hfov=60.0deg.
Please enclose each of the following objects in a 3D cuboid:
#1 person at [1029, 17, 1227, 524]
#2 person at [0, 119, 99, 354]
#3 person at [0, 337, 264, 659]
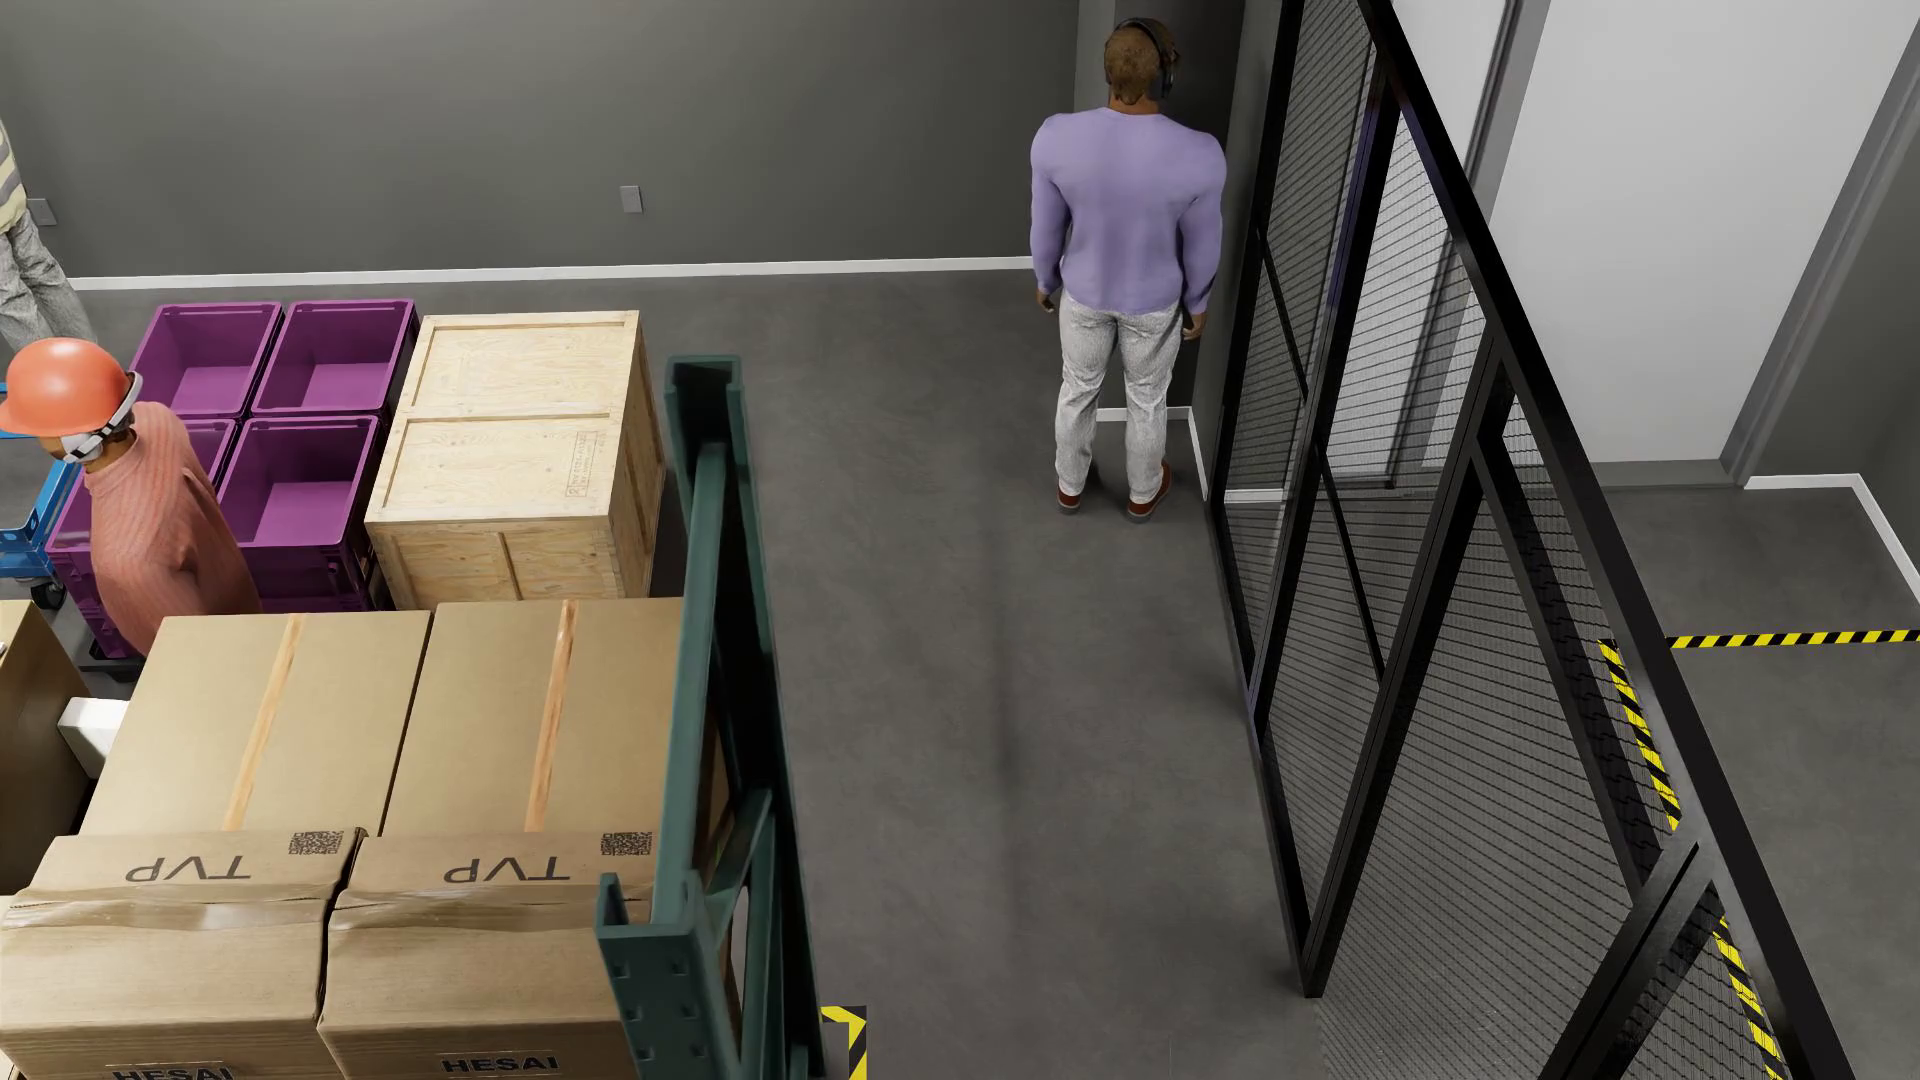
[{"bbox_3d":[0.536,-0.835,5.555,0.627,1.938,0.371,11,47,10],"label":"person"},{"bbox_3d":[-3.554,-1.190,5.964,0.404,1.830,0.599,1,46,1],"label":"person"},{"bbox_3d":[-2.048,0.253,4.476,0.382,1.993,0.622,-12,48,-12],"label":"person"}]
